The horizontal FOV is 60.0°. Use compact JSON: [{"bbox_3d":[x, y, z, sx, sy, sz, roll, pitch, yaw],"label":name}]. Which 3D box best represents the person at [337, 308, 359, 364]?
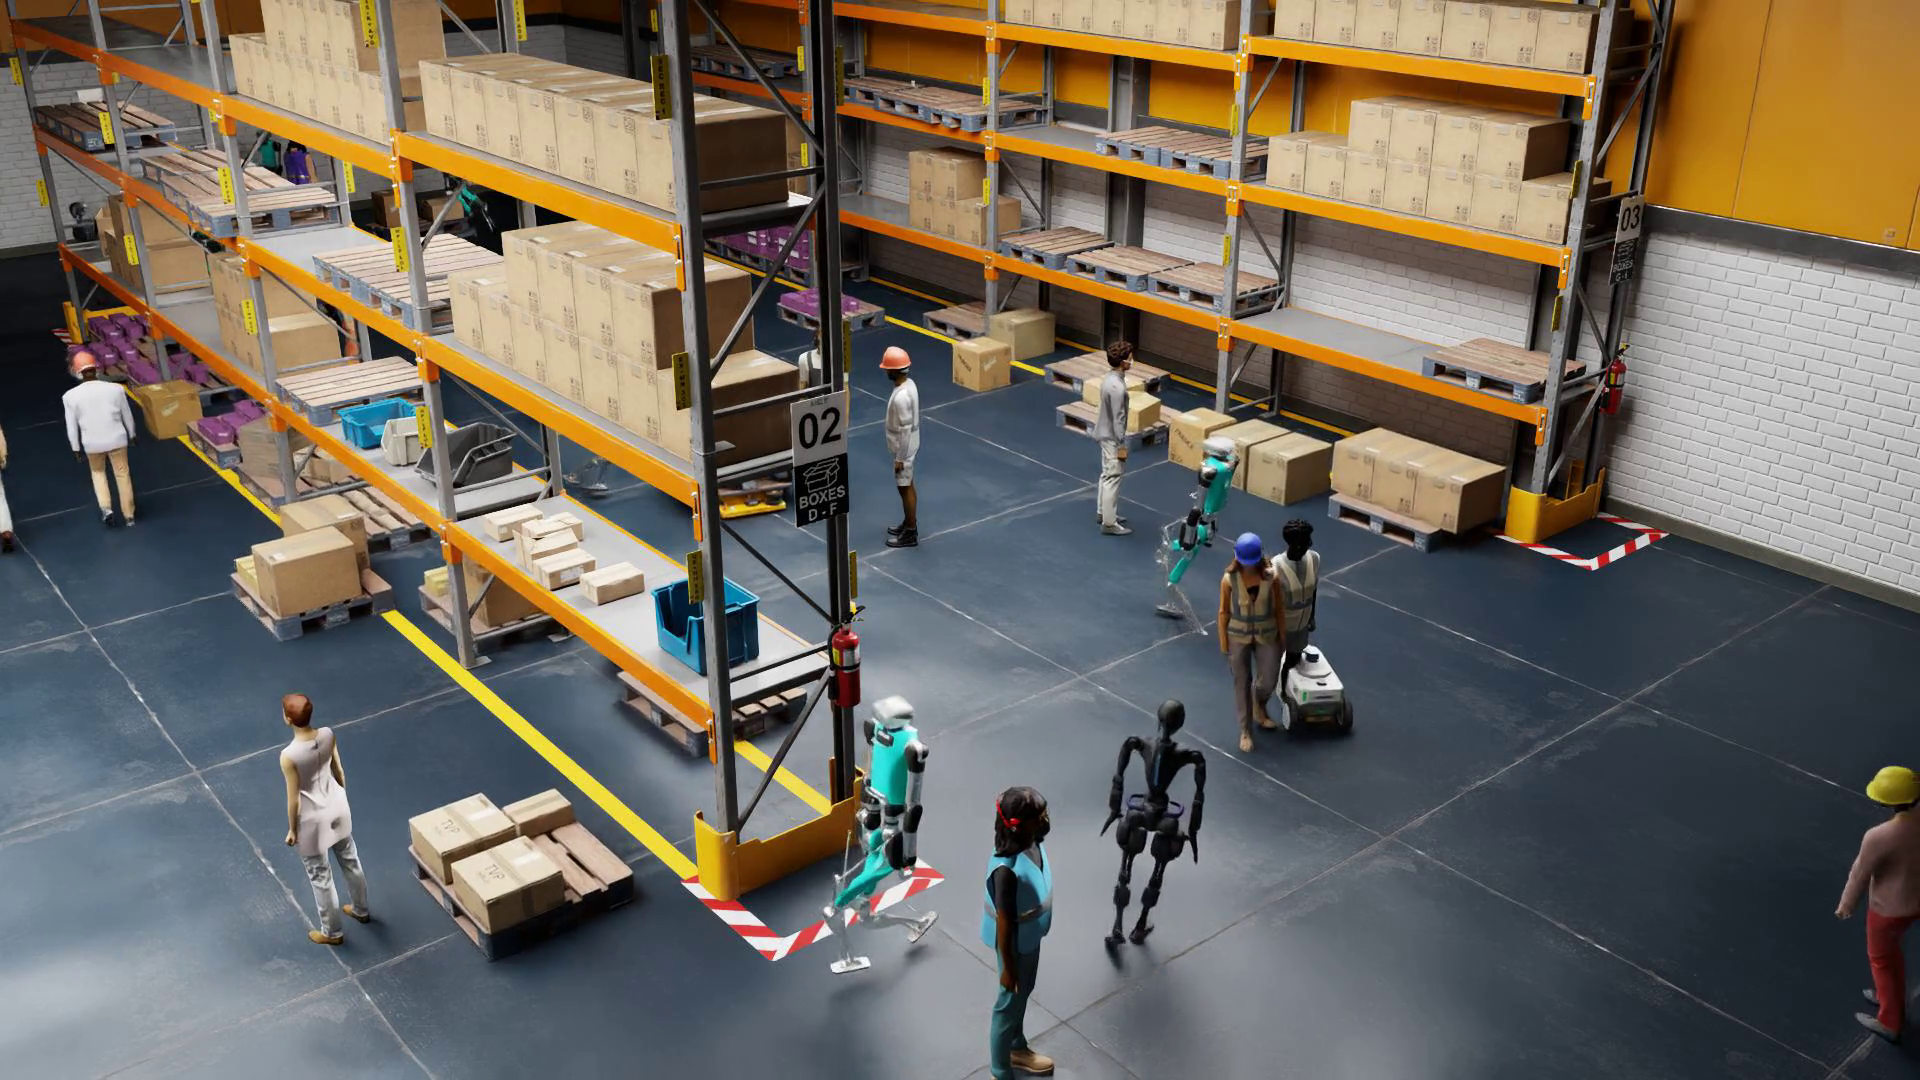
[{"bbox_3d":[-7.322,-2.714,20.054,0.319,1.758,0.486,3,24,7],"label":"person"}]

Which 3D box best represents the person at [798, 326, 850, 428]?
[{"bbox_3d":[-1.350,-1.278,16.631,0.502,1.838,0.341,-1,23,-3],"label":"person"}]

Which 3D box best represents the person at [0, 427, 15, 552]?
[{"bbox_3d":[-9.161,-0.777,15.466,0.559,1.845,0.870,-17,28,-34],"label":"person"}]

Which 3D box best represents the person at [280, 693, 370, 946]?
[{"bbox_3d":[-3.860,1.671,10.016,0.269,1.659,0.461,11,26,24],"label":"person"}]

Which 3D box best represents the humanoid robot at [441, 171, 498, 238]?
[{"bbox_3d":[-8.016,-5.794,27.230,0.952,1.783,0.548,6,24,15],"label":"humanoid robot"}]

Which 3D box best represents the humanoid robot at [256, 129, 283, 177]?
[{"bbox_3d":[-11.440,-5.726,27.086,0.556,1.801,0.934,14,27,29],"label":"humanoid robot"}]

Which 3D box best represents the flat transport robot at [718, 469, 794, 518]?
[{"bbox_3d":[-2.313,-0.582,16.991,0.659,0.231,1.431,-10,25,-21],"label":"flat transport robot"}]

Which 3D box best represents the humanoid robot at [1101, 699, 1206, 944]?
[{"bbox_3d":[1.119,1.720,9.903,0.618,1.632,0.471,9,25,19],"label":"humanoid robot"}]

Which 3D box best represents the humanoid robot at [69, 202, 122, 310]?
[{"bbox_3d":[-11.819,-3.793,22.644,0.365,1.641,0.589,-18,29,-35],"label":"humanoid robot"}]

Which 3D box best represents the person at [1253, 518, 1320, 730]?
[{"bbox_3d":[2.448,0.611,12.436,0.531,1.690,0.322,-14,27,-29],"label":"person"}]

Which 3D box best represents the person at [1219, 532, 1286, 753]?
[{"bbox_3d":[2.122,0.712,12.119,0.497,1.747,0.476,1,23,2],"label":"person"}]

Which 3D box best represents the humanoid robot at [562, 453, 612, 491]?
[{"bbox_3d":[-3.739,-1.256,16.693,0.929,1.755,0.542,8,25,18],"label":"humanoid robot"}]

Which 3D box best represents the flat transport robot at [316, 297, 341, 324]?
[{"bbox_3d":[-8.190,-3.169,22.982,1.431,0.231,0.659,4,24,10],"label":"flat transport robot"}]

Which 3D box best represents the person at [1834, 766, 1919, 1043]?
[{"bbox_3d":[5.148,1.997,9.188,0.590,1.710,0.451,-9,25,-19],"label":"person"}]

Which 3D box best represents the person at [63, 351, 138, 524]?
[{"bbox_3d":[-8.261,-0.975,16.050,0.580,1.732,0.387,-12,26,-25],"label":"person"}]

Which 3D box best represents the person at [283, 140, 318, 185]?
[{"bbox_3d":[-10.422,-5.561,26.425,0.534,1.931,0.410,8,24,17],"label":"person"}]

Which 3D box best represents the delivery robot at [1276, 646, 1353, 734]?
[{"bbox_3d":[2.674,1.130,12.690,0.499,0.613,0.811,-2,23,-5],"label":"delivery robot"}]

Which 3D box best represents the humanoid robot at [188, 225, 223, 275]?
[{"bbox_3d":[-10.167,-3.865,22.725,0.543,1.779,0.690,-15,27,-30],"label":"humanoid robot"}]

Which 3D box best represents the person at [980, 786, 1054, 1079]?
[{"bbox_3d":[0.307,2.110,8.742,0.377,1.865,0.545,8,25,17],"label":"person"}]

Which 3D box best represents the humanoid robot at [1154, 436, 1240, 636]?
[{"bbox_3d":[1.843,-0.084,14.018,0.879,1.776,0.534,16,28,33],"label":"humanoid robot"}]

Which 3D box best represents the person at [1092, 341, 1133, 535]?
[{"bbox_3d":[1.453,-0.978,15.867,0.396,1.891,0.544,-3,24,-7],"label":"person"}]

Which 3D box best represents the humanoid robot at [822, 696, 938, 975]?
[{"bbox_3d":[-0.552,1.785,9.681,1.032,1.728,0.558,-17,28,-33],"label":"humanoid robot"}]

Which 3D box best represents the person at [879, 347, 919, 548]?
[{"bbox_3d":[-0.565,-0.869,15.557,0.366,1.932,0.550,1,23,2],"label":"person"}]
